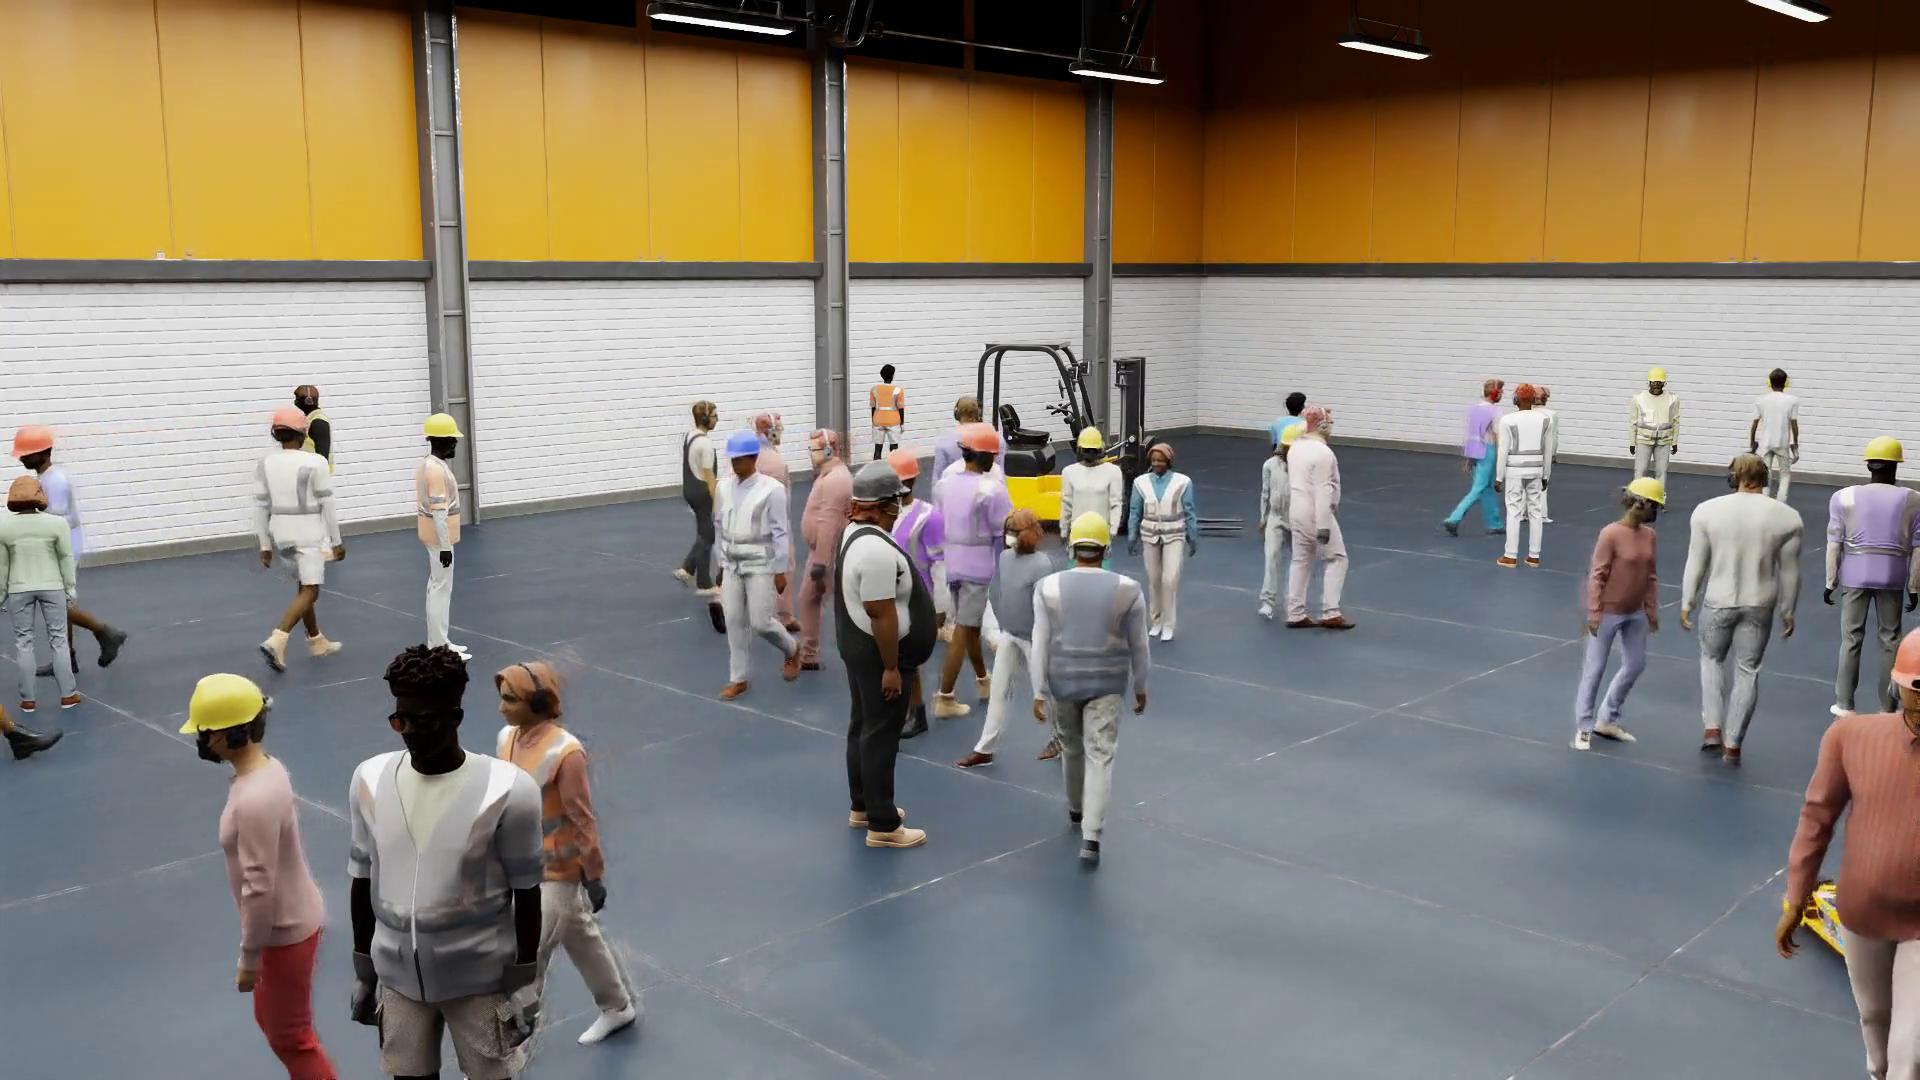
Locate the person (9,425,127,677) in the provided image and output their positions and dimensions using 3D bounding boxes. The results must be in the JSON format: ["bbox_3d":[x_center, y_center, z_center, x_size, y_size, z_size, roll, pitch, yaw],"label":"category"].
[{"bbox_3d":[-6.618,0.088,12.283,0.616,1.907,0.619,-7,11,-35],"label":"person"}]

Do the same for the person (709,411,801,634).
[{"bbox_3d":[-1.659,-0.127,13.709,0.788,1.875,0.637,-9,13,-42],"label":"person"}]

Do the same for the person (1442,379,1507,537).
[{"bbox_3d":[5.897,-0.923,18.828,0.902,1.806,0.579,-2,9,-12],"label":"person"}]

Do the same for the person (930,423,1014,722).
[{"bbox_3d":[0.165,0.202,11.306,0.967,1.995,0.607,-8,12,-41],"label":"person"}]

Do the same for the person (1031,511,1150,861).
[{"bbox_3d":[0.682,0.740,8.686,0.609,1.786,0.939,1,9,8],"label":"person"}]

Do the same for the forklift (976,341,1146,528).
[{"bbox_3d":[0.977,-1.223,19.452,2.313,2.155,1.214,2,9,11],"label":"forklift"}]

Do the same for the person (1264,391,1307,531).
[{"bbox_3d":[3.683,-0.825,18.591,0.542,1.677,0.623,7,12,39],"label":"person"}]

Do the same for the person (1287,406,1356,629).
[{"bbox_3d":[3.054,-0.175,13.985,0.664,1.886,0.674,-3,10,-16],"label":"person"}]

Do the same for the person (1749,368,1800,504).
[{"bbox_3d":[9.711,-1.115,19.817,0.571,1.854,0.535,6,11,34],"label":"person"}]

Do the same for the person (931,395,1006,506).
[{"bbox_3d":[0.053,-0.339,14.904,0.656,1.905,0.844,-2,10,-14],"label":"person"}]

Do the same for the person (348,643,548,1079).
[{"bbox_3d":[-1.521,1.262,4.912,0.600,1.967,0.368,1,9,7],"label":"person"}]

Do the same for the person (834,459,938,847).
[{"bbox_3d":[-0.387,0.587,8.824,0.539,2.000,0.688,-3,10,-17],"label":"person"}]

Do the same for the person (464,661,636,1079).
[{"bbox_3d":[-1.574,1.231,6.258,0.881,1.585,0.532,-9,13,-43],"label":"person"}]

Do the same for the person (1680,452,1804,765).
[{"bbox_3d":[4.807,0.418,10.252,0.671,1.908,0.518,3,10,20],"label":"person"}]

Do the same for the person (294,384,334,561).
[{"bbox_3d":[-6.731,-0.691,17.272,0.430,1.845,0.619,-6,11,-33],"label":"person"}]

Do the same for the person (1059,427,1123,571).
[{"bbox_3d":[1.084,-0.078,13.815,0.541,1.746,0.462,3,10,16],"label":"person"}]

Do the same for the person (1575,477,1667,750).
[{"bbox_3d":[4.156,0.470,10.509,0.617,1.734,0.338,-5,11,-29],"label":"person"}]

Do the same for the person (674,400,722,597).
[{"bbox_3d":[-2.361,-0.374,15.349,0.408,1.833,0.545,-5,10,-27],"label":"person"}]

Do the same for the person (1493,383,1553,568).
[{"bbox_3d":[5.724,-0.655,16.915,0.573,1.886,0.357,-1,9,-4],"label":"person"}]

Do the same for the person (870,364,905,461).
[{"bbox_3d":[-1.021,-1.635,23.529,0.525,1.689,0.320,3,10,15],"label":"person"}]

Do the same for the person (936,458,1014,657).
[{"bbox_3d":[0.118,0.018,13.156,1.001,1.786,0.636,8,12,41],"label":"person"}]

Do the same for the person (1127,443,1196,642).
[{"bbox_3d":[1.623,0.026,13.547,0.543,1.614,0.649,3,10,20],"label":"person"}]

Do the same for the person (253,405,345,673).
[{"bbox_3d":[-5.064,-0.014,12.622,0.614,2.019,0.939,3,10,17],"label":"person"}]

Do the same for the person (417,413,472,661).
[{"bbox_3d":[-4.005,-0.022,12.907,0.375,1.925,0.595,-4,10,-21],"label":"person"}]

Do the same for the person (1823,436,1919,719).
[{"bbox_3d":[6.113,0.267,11.146,0.589,1.924,0.383,4,10,25],"label":"person"}]

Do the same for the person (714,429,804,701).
[{"bbox_3d":[-1.443,0.163,11.797,0.614,1.932,0.625,6,11,32],"label":"person"}]

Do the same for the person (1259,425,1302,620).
[{"bbox_3d":[2.837,-0.149,14.398,0.500,1.689,0.884,3,10,17],"label":"person"}]

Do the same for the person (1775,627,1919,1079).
[{"bbox_3d":[3.028,1.208,5.356,1.045,1.941,0.629,-9,13,-43],"label":"person"}]

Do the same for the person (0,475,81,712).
[{"bbox_3d":[-6.343,0.367,11.423,0.498,1.633,0.284,-4,10,-23],"label":"person"}]

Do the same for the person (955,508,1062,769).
[{"bbox_3d":[0.369,0.595,10.145,0.772,1.590,0.510,-7,12,-37],"label":"person"}]

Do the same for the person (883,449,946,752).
[{"bbox_3d":[-0.443,0.381,10.511,0.559,1.896,0.890,7,11,36],"label":"person"}]

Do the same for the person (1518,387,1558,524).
[{"bbox_3d":[6.872,-1.010,19.856,0.516,1.636,0.314,9,13,44],"label":"person"}]

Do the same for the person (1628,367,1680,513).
[{"bbox_3d":[8.646,-1.244,20.731,0.591,1.825,0.403,2,9,11],"label":"person"}]

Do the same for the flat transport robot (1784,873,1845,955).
[{"bbox_3d":[4.149,1.755,7.075,0.652,0.197,1.431,1,9,3],"label":"flat transport robot"}]

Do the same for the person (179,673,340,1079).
[{"bbox_3d":[-2.264,1.283,5.507,0.489,1.741,0.528,-4,10,-23],"label":"person"}]

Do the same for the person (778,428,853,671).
[{"bbox_3d":[-0.885,0.092,12.427,0.885,1.873,0.632,-2,9,-11],"label":"person"}]

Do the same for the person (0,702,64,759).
[{"bbox_3d":[-6.123,0.448,10.156,0.978,1.881,0.567,-4,10,-21],"label":"person"}]
